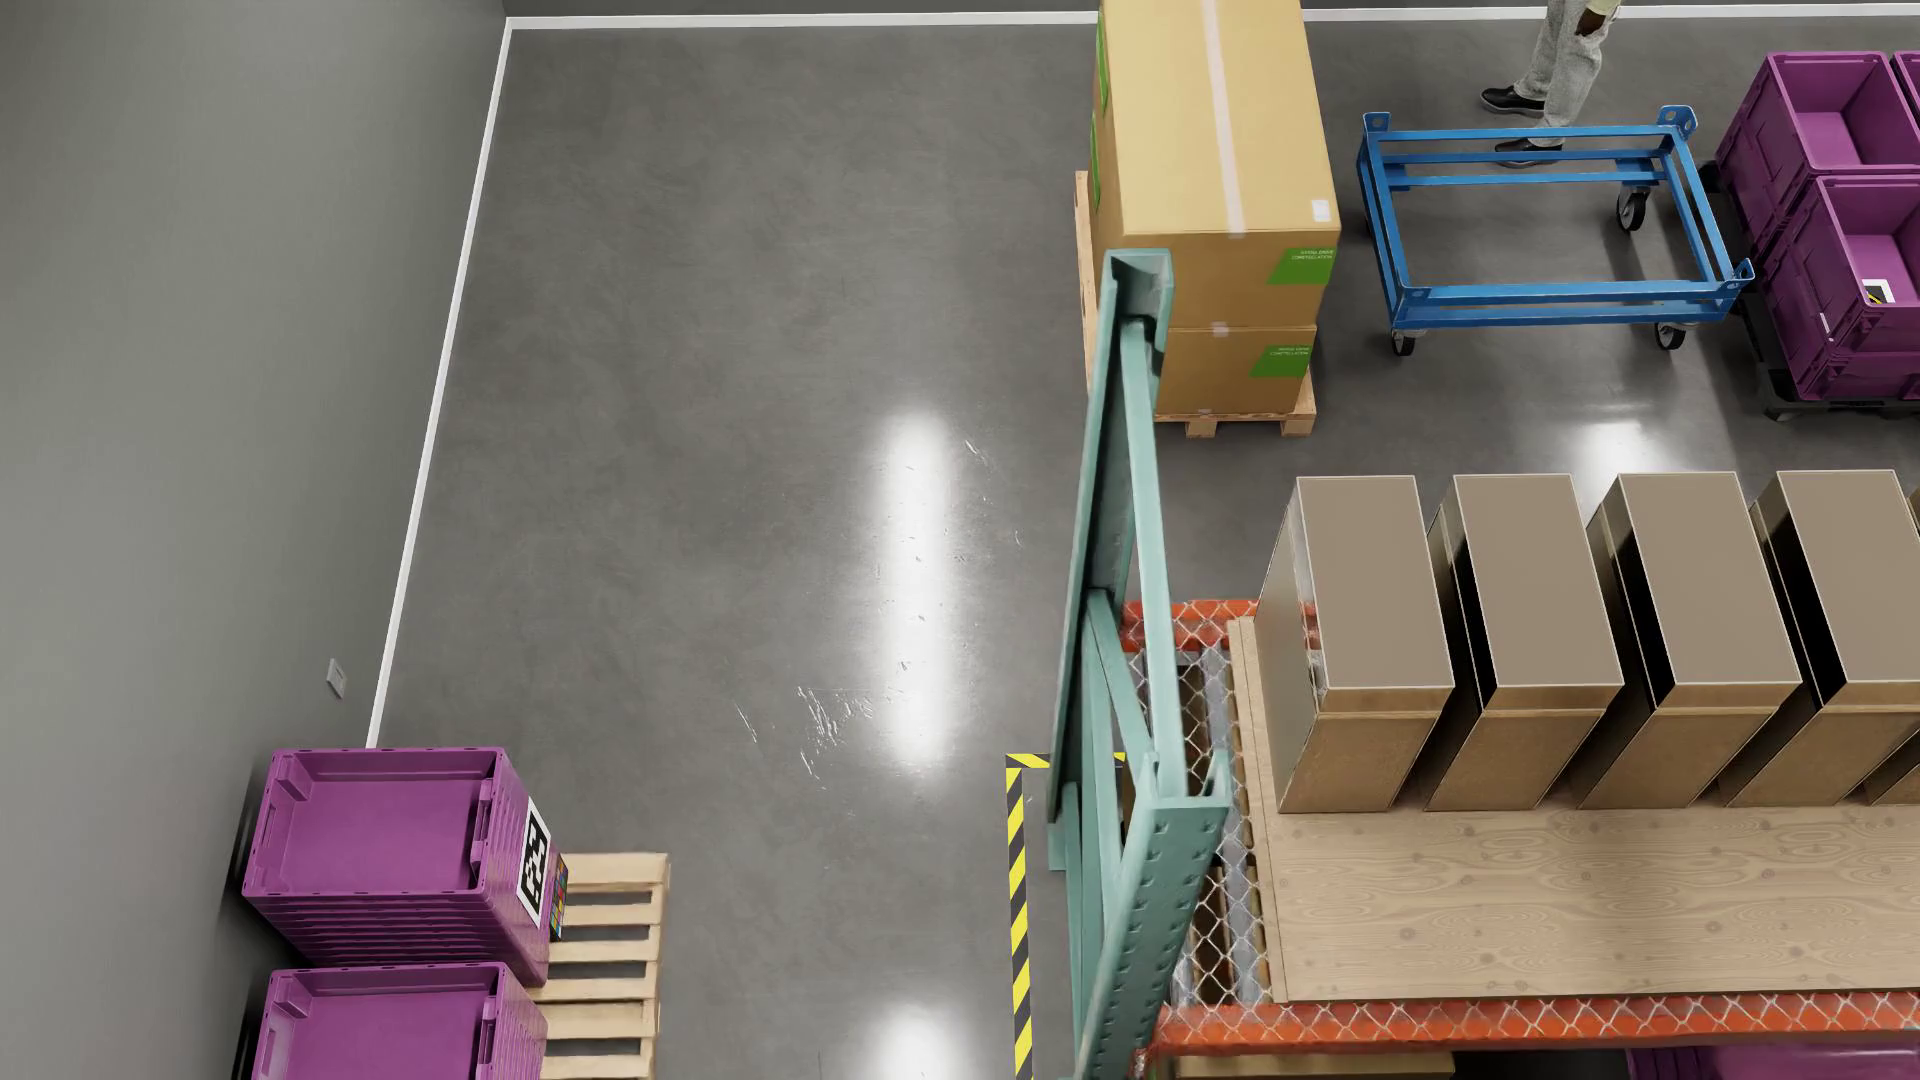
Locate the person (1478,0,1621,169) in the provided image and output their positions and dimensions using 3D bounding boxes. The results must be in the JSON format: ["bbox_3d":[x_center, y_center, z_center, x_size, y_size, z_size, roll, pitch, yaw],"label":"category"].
[{"bbox_3d":[2.312,-2.149,6.079,0.403,1.835,0.586,2,58,1],"label":"person"}]
